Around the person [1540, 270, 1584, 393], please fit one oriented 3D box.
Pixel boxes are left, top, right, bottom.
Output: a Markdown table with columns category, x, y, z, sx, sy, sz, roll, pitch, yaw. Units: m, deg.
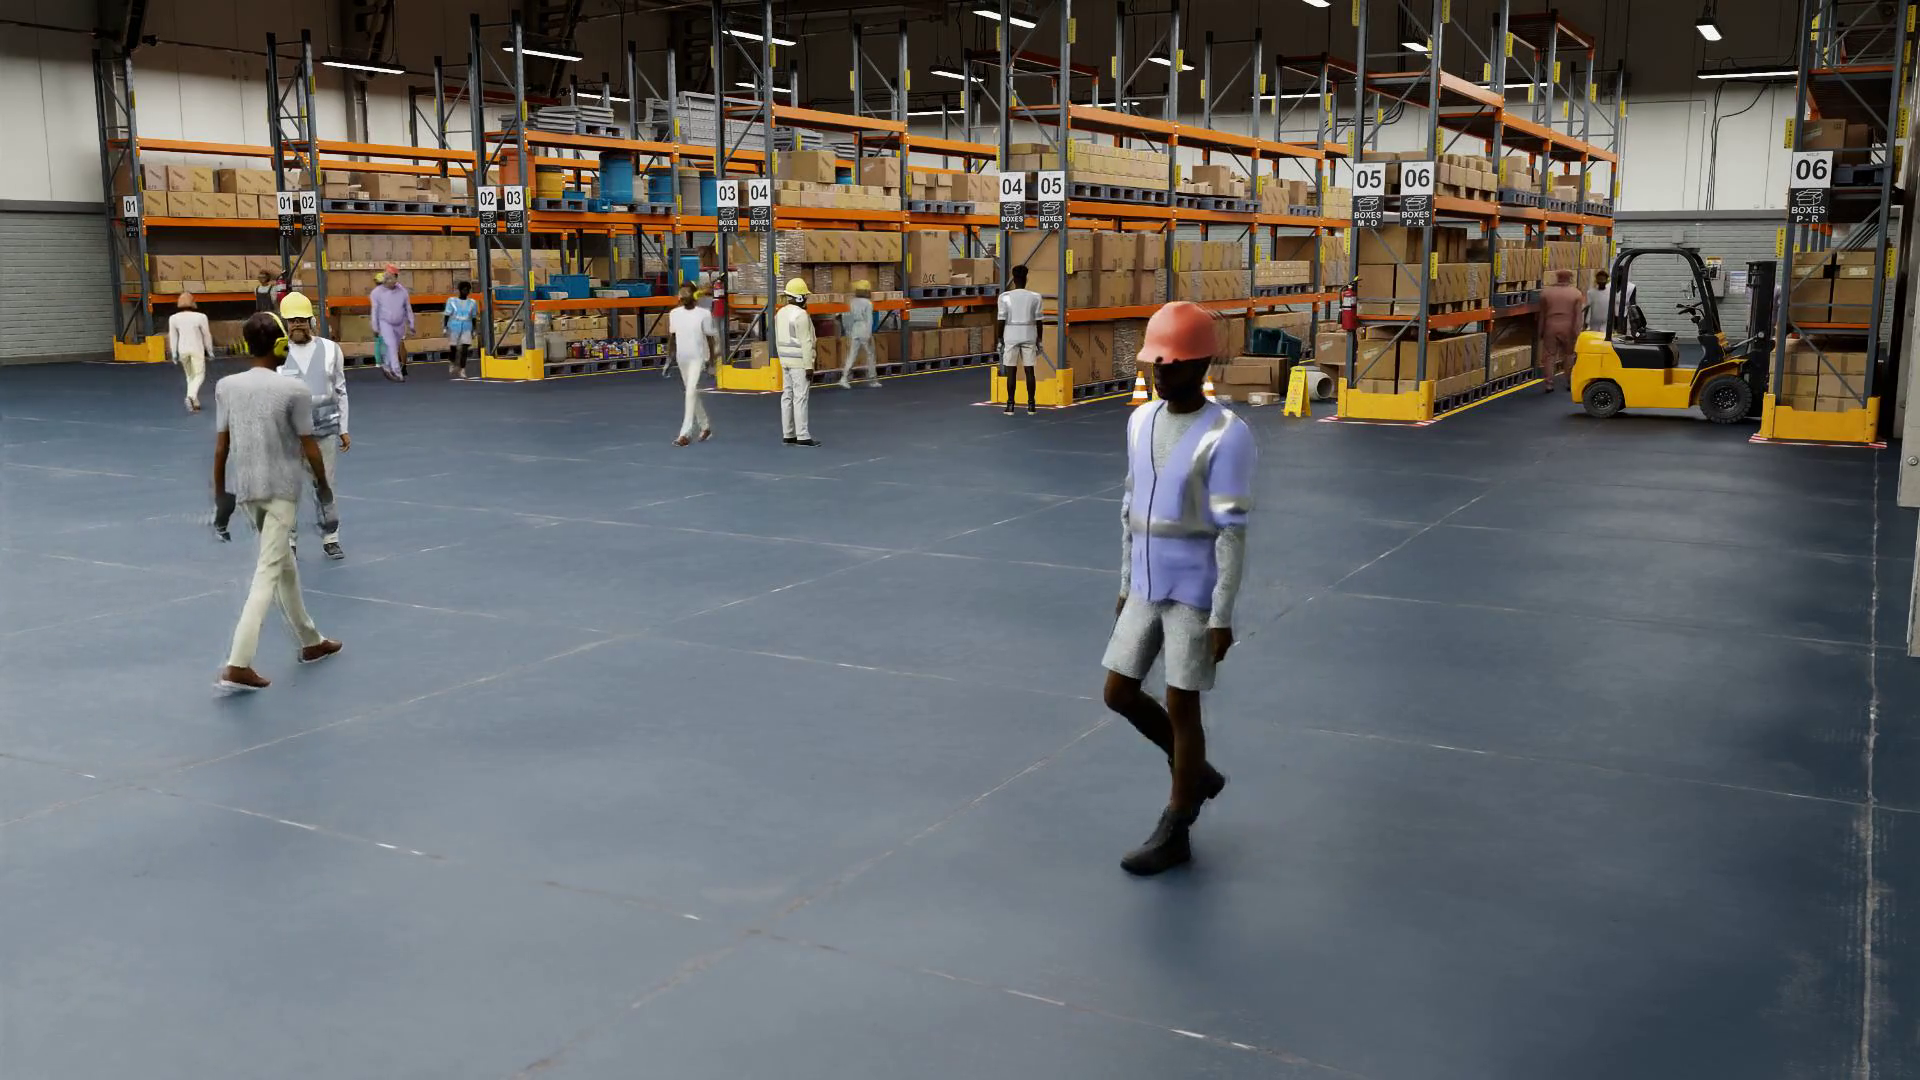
| category | x | y | z | sx | sy | sz | roll | pitch | yaw |
| --- | --- | --- | --- | --- | --- | --- | --- | --- | --- |
| person | 9.214 | -3.197 | 25.492 | 0.656 | 1.859 | 0.953 | 5 | 11 | 28 |

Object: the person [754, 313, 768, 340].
| category | x | y | z | sx | sy | sz | roll | pitch | yaw |
| --- | --- | --- | --- | --- | --- | --- | --- | --- | --- |
| person | -4.853 | -5.899 | 41.380 | 0.595 | 1.831 | 0.989 | 5 | 11 | 26 |

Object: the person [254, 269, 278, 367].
| category | x | y | z | sx | sy | sz | roll | pitch | yaw |
| --- | --- | --- | --- | --- | --- | --- | --- | --- | --- |
| person | -12.990 | -4.138 | 31.093 | 0.503 | 1.821 | 0.654 | 1 | 10 | 8 |

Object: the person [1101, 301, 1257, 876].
| category | x | y | z | sx | sy | sz | roll | pitch | yaw |
| --- | --- | --- | --- | --- | --- | --- | --- | --- | --- |
| person | 0.739 | 0.165 | 5.597 | 0.449 | 1.926 | 0.576 | -7 | 12 | -37 |

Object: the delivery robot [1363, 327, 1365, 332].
| category | x | y | z | sx | sy | sz | roll | pitch | yaw |
| --- | --- | --- | --- | --- | --- | --- | --- | --- | --- |
| delivery robot | 9.137 | -4.650 | 37.536 | 0.707 | 0.478 | 0.477 | -1 | 10 | -9 |

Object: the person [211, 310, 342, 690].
| category | x | y | z | sx | sy | sz | roll | pitch | yaw |
| --- | --- | --- | --- | --- | --- | --- | --- | --- | --- |
| person | -3.364 | -0.206 | 8.128 | 0.537 | 1.823 | 0.989 | 3 | 10 | 15 |

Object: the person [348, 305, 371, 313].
| category | x | y | z | sx | sy | sz | roll | pitch | yaw |
| --- | --- | --- | --- | --- | --- | --- | --- | --- | --- |
| person | -12.151 | -4.566 | 33.915 | 0.531 | 1.722 | 0.913 | 1 | 10 | 5 |

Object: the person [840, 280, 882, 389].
| category | x | y | z | sx | sy | sz | roll | pitch | yaw |
| --- | --- | --- | --- | --- | --- | --- | --- | --- | --- |
| person | -1.582 | -3.226 | 26.105 | 0.495 | 1.713 | 0.840 | 7 | 12 | 36 |

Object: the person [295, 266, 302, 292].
| category | x | y | z | sx | sy | sz | roll | pitch | yaw |
| --- | --- | --- | --- | --- | --- | --- | --- | --- | --- |
| person | -13.443 | -4.692 | 34.202 | 0.600 | 1.871 | 0.448 | 5 | 11 | 29 |

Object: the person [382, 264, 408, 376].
| category | x | y | z | sx | sy | sz | roll | pitch | yaw |
| --- | --- | --- | --- | --- | --- | --- | --- | --- | --- |
| person | -9.828 | -3.812 | 28.848 | 0.545 | 1.942 | 0.353 | 9 | 13 | 42 |

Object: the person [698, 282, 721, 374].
| category | x | y | z | sx | sy | sz | roll | pitch | yaw |
| --- | --- | --- | --- | --- | --- | --- | --- | --- | --- |
| person | -4.373 | -3.724 | 29.245 | 0.528 | 1.619 | 0.355 | 7 | 12 | 34 |

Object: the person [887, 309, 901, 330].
| category | x | y | z | sx | sy | sz | roll | pitch | yaw |
| --- | --- | --- | --- | --- | --- | --- | --- | --- | --- |
| person | -1.189 | -4.447 | 32.299 | 0.605 | 2.033 | 0.391 | 9 | 13 | 44 |

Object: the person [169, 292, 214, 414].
| category | x | y | z | sx | sy | sz | roll | pitch | yaw |
| --- | --- | --- | --- | --- | --- | --- | --- | --- | --- |
| person | -10.180 | -2.472 | 21.982 | 0.501 | 1.606 | 0.732 | 0 | 10 | -1 |

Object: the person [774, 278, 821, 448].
| category | x | y | z | sx | sy | sz | roll | pitch | yaw |
| --- | --- | --- | --- | --- | --- | --- | --- | --- | --- |
| person | -1.762 | -1.920 | 18.084 | 0.403 | 1.835 | 0.588 | -7 | 12 | -36 |

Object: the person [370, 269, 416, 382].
| category | x | y | z | sx | sy | sz | roll | pitch | yaw |
| --- | --- | --- | --- | --- | --- | --- | --- | --- | --- |
| person | -9.462 | -3.562 | 27.630 | 0.646 | 1.865 | 0.953 | -9 | 13 | -43 |

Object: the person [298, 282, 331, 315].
| category | x | y | z | sx | sy | sz | roll | pitch | yaw |
| --- | --- | --- | --- | --- | --- | --- | --- | --- | --- |
| person | -12.963 | -4.558 | 33.500 | 0.633 | 1.846 | 0.429 | 1 | 10 | 5 |

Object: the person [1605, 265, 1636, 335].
| category | x | y | z | sx | sy | sz | roll | pitch | yaw |
| --- | --- | --- | --- | --- | --- | --- | --- | --- | --- |
| person | 11.885 | -4.011 | 30.084 | 0.597 | 1.916 | 0.371 | 6 | 11 | 32 |

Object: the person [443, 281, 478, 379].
| category | x | y | z | sx | sy | sz | roll | pitch | yaw |
| --- | --- | --- | --- | --- | --- | --- | --- | --- | --- |
| person | -8.511 | -3.580 | 28.279 | 0.593 | 1.661 | 0.619 | -5 | 11 | -27 |

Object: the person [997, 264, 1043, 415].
| category | x | y | z | sx | sy | sz | roll | pitch | yaw |
| --- | --- | --- | --- | --- | --- | --- | --- | --- | --- |
| person | 0.784 | -2.613 | 21.758 | 0.613 | 1.962 | 0.361 | -1 | 10 | -5 |

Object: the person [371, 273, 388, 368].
| category | x | y | z | sx | sy | sz | roll | pitch | yaw |
| --- | --- | --- | --- | --- | --- | --- | --- | --- | --- |
| person | -10.645 | -4.040 | 30.692 | 0.524 | 1.769 | 0.314 | 7 | 12 | 34 |

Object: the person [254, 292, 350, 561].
| category | x | y | z | sx | sy | sz | roll | pitch | yaw |
| --- | --- | --- | --- | --- | --- | --- | --- | --- | --- |
| person | -4.456 | -0.762 | 11.307 | 0.602 | 1.830 | 0.404 | -6 | 11 | -30 |

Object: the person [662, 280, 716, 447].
| category | x | y | z | sx | sy | sz | roll | pitch | yaw |
| --- | --- | --- | --- | --- | --- | --- | --- | --- | --- |
| person | -2.973 | -1.956 | 18.374 | 0.508 | 1.830 | 0.995 | 4 | 10 | 20 |

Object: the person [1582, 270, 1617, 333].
| category | x | y | z | sx | sy | sz | roll | pitch | yaw |
| --- | --- | --- | --- | --- | --- | --- | --- | --- | --- |
| person | 10.801 | -3.637 | 28.087 | 0.530 | 1.853 | 0.672 | 5 | 11 | 25 |

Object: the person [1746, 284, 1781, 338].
| category | x | y | z | sx | sy | sz | roll | pitch | yaw |
| --- | --- | --- | --- | --- | --- | --- | --- | --- | --- |
| person | 13.939 | -3.792 | 28.802 | 0.586 | 1.920 | 0.394 | 5 | 11 | 26 |

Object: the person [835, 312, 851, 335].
| category | x | y | z | sx | sy | sz | roll | pitch | yaw |
| --- | --- | --- | --- | --- | --- | --- | --- | --- | --- |
| person | -2.076 | -4.425 | 32.555 | 0.638 | 1.907 | 0.885 | 6 | 11 | 30 |

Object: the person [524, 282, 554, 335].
| category | x | y | z | sx | sy | sz | roll | pitch | yaw |
| --- | --- | --- | --- | --- | --- | --- | --- | --- | --- |
| person | -7.917 | -4.058 | 31.312 | 0.537 | 1.587 | 0.884 | 5 | 11 | 26 |

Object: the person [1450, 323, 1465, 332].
| category | x | y | z | sx | sy | sz | roll | pitch | yaw |
| --- | --- | --- | --- | --- | --- | --- | --- | --- | --- |
| person | 11.383 | -5.364 | 37.976 | 0.450 | 1.922 | 0.577 | 7 | 12 | 36 |
